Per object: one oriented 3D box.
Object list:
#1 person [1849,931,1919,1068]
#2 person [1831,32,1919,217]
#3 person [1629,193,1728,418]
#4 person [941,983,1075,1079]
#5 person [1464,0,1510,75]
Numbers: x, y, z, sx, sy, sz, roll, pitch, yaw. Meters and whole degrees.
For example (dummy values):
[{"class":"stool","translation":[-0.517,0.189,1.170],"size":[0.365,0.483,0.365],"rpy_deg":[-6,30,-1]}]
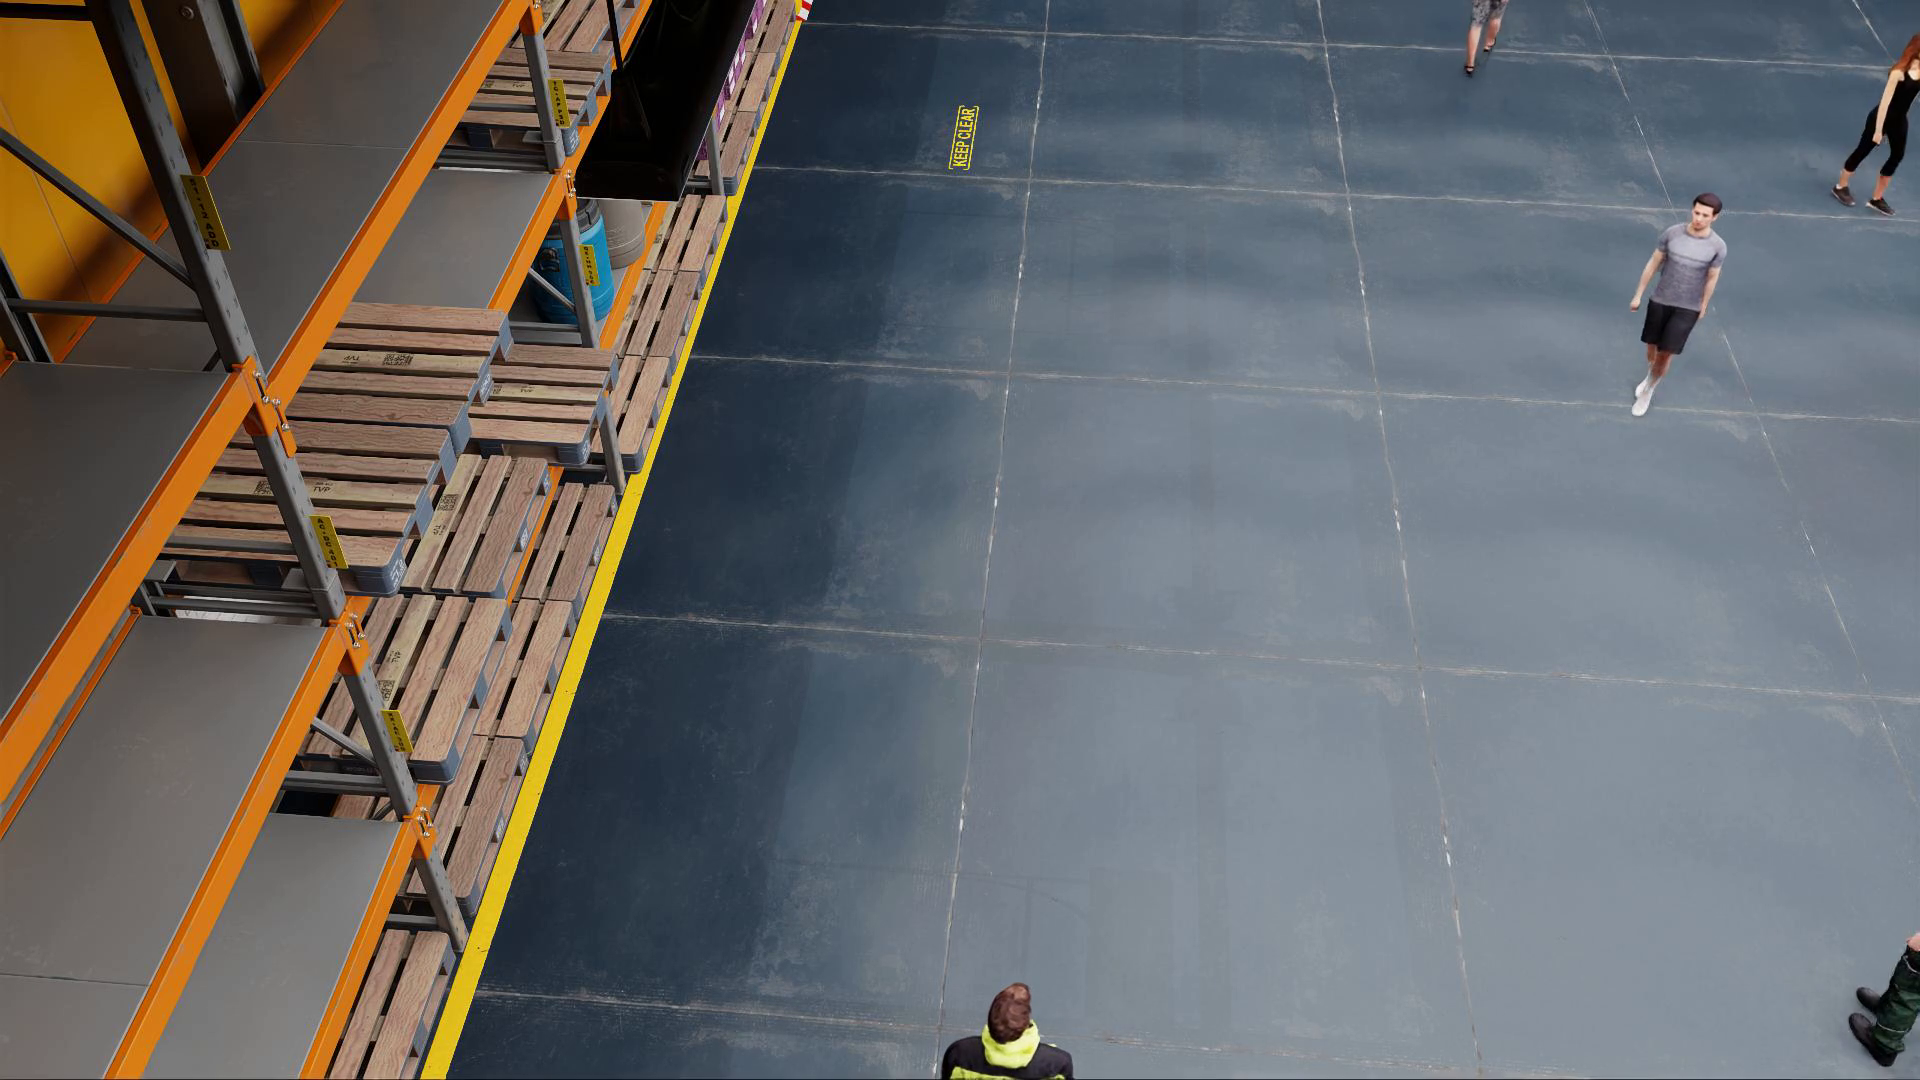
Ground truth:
[{"class":"person","translation":[5.284,2.094,8.695],"size":[0.856,1.867,0.865],"rpy_deg":[-24,49,-23]},{"class":"person","translation":[8.307,-3.818,15.015],"size":[0.801,1.708,0.936],"rpy_deg":[-15,46,-15]},{"class":"person","translation":[5.577,-1.892,12.890],"size":[0.880,1.851,0.953],"rpy_deg":[31,51,28]},{"class":"person","translation":[0.216,2.754,7.920],"size":[0.767,1.979,0.626],"rpy_deg":[2,44,2]},{"class":"person","translation":[5.352,-5.530,16.839],"size":[0.825,1.671,1.082],"rpy_deg":[17,46,17]}]
